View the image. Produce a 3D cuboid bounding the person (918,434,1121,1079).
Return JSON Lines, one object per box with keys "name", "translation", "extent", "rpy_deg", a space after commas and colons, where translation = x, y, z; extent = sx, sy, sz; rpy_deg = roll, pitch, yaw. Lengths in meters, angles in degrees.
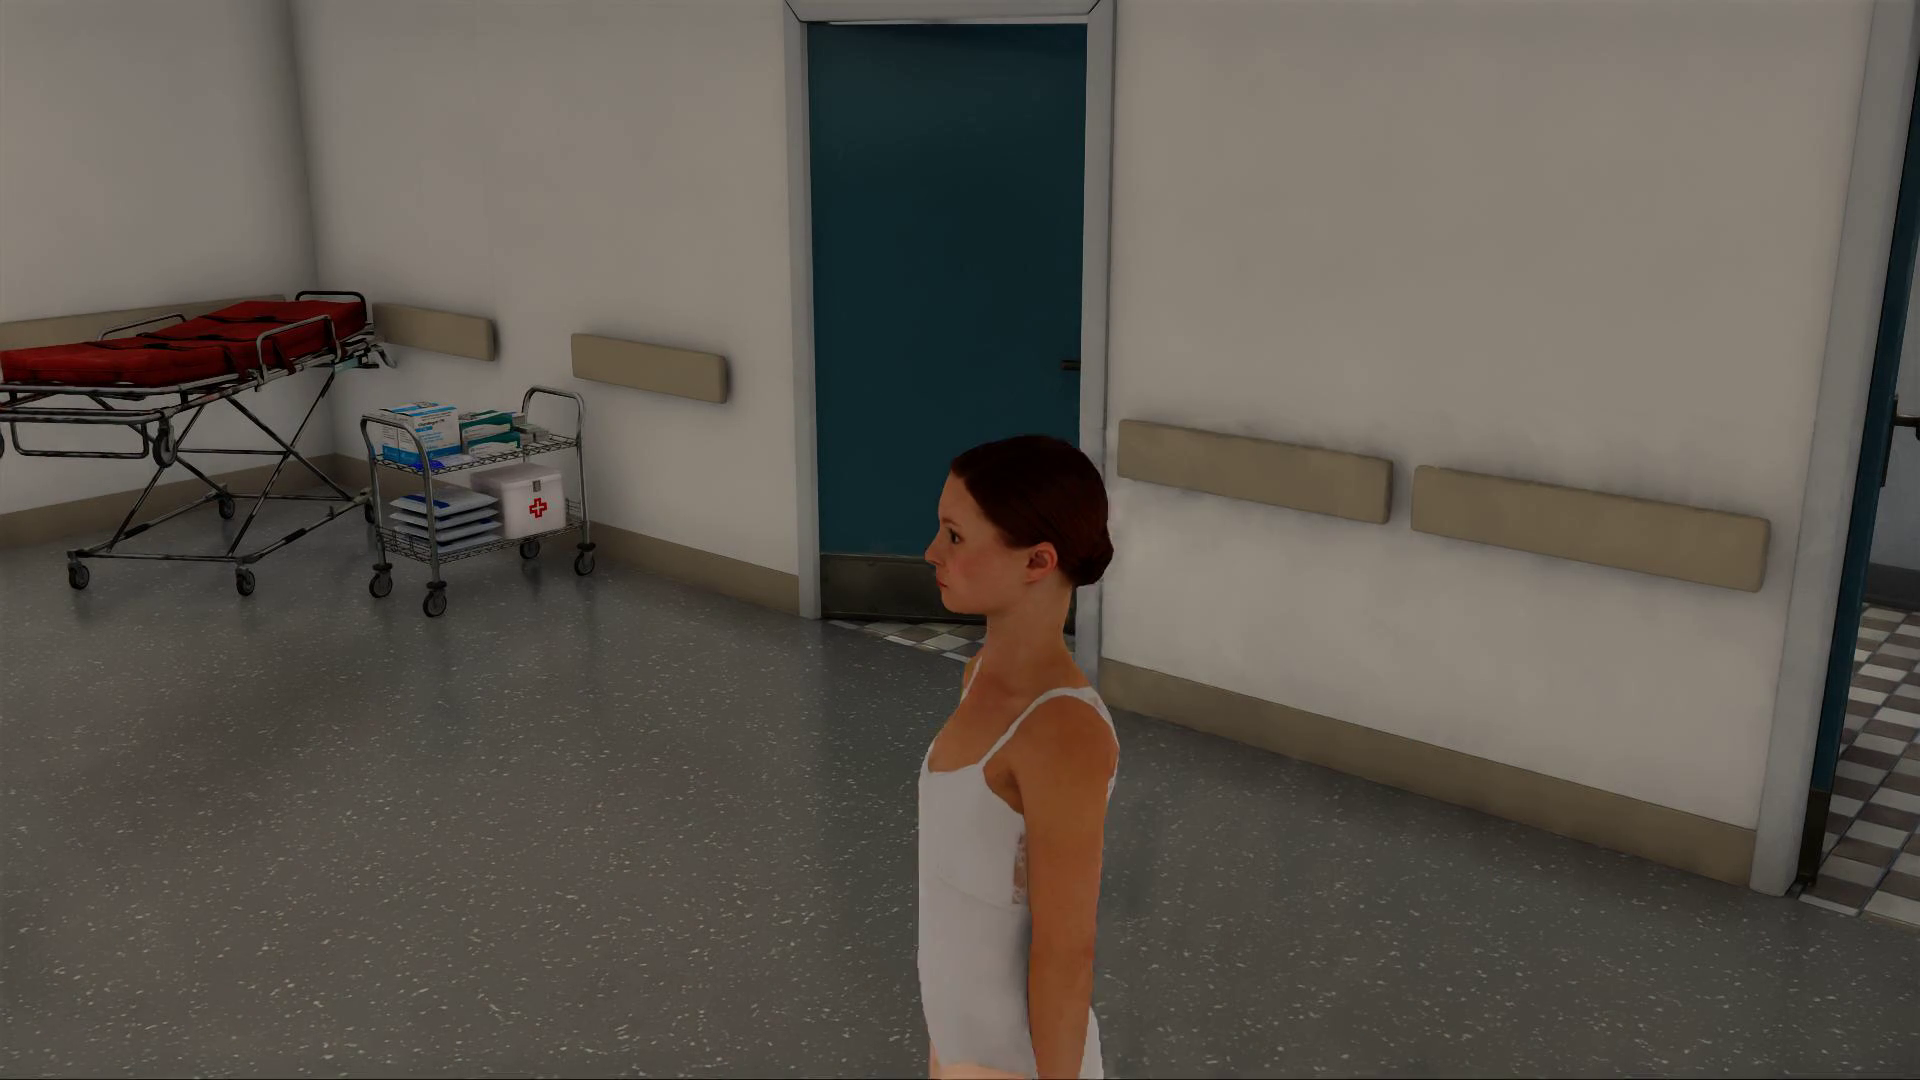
{"name": "person", "translation": [0.137, 0.670, 2.189], "extent": [0.968, 1.623, 0.958], "rpy_deg": [-3, 16, -12]}
